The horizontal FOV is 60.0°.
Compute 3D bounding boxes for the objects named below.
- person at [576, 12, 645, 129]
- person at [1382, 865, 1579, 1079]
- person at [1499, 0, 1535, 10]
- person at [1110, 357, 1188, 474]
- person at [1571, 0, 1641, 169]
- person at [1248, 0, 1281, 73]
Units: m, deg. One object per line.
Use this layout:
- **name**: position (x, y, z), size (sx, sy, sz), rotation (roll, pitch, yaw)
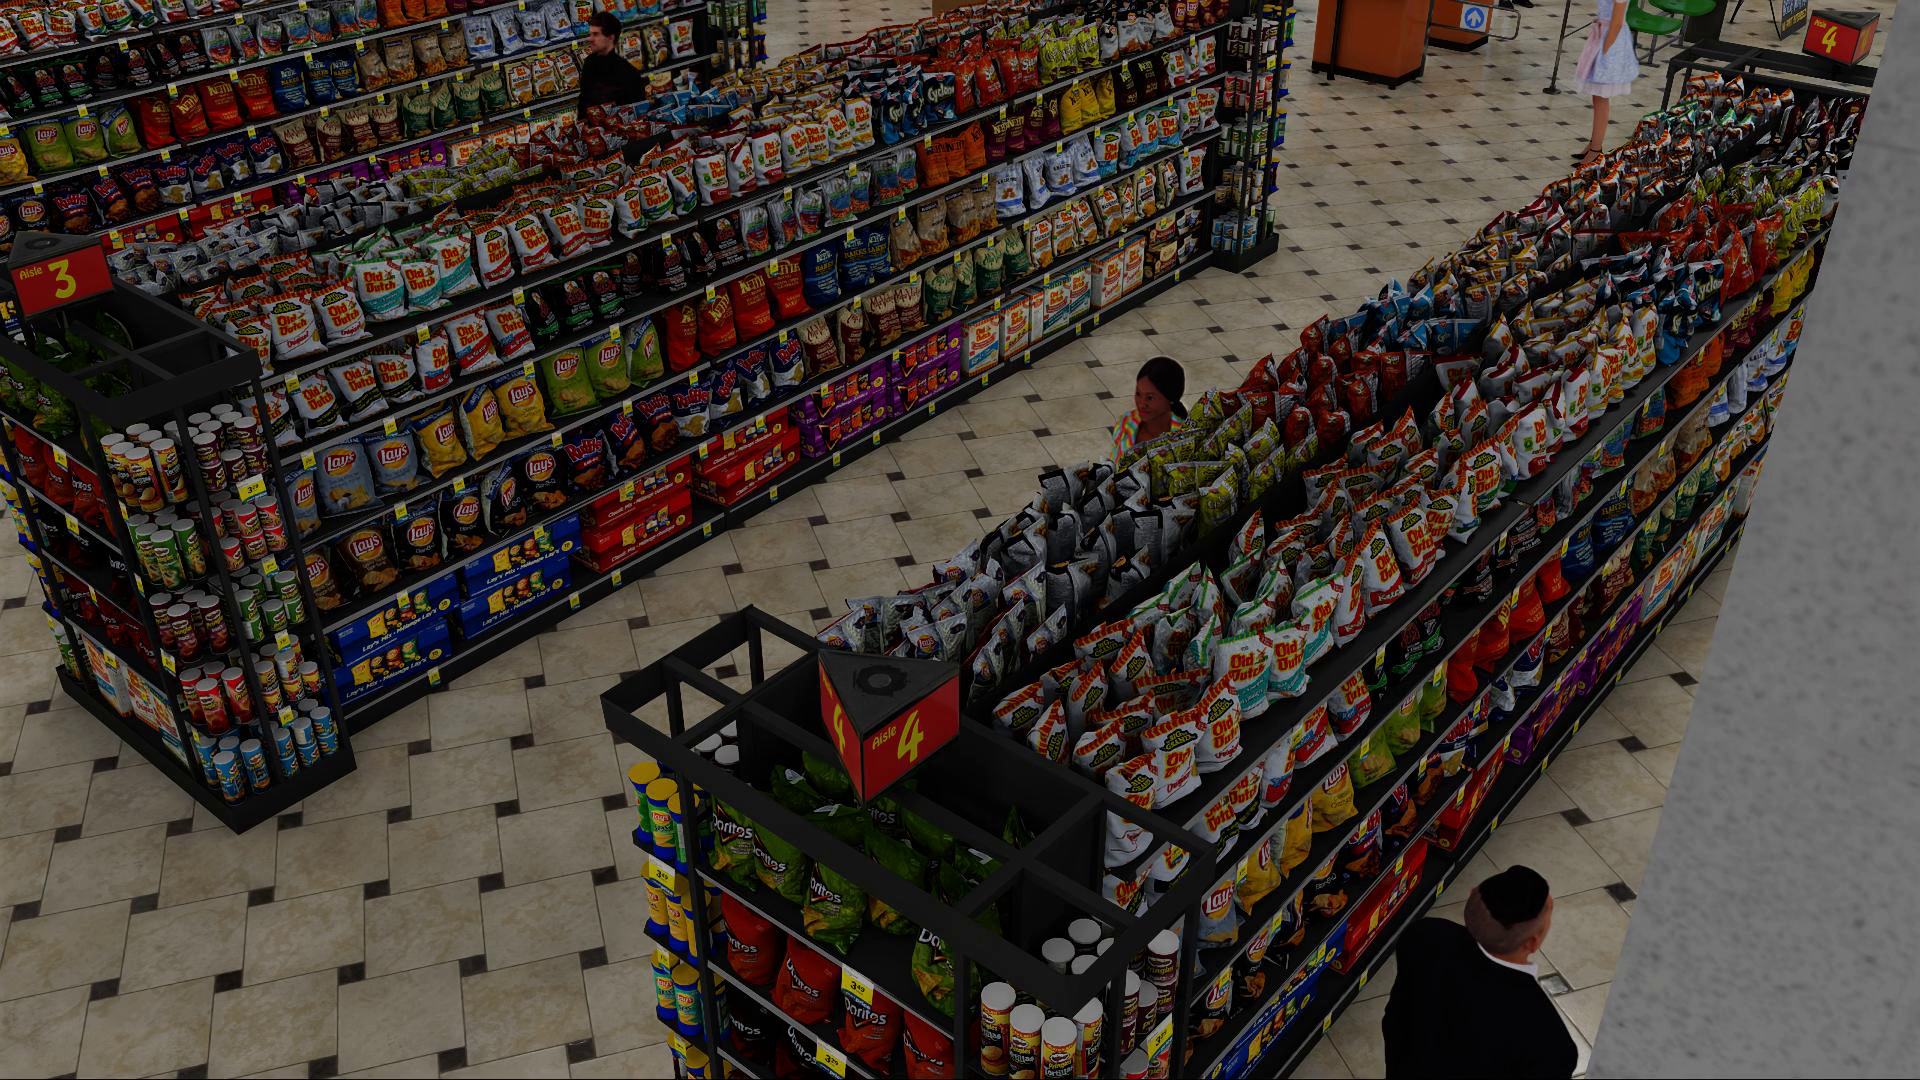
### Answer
- **person**: position (-2.258, -2.666, 11.331), size (1.225, 1.792, 0.870), rotation (-24, 39, -33)
- **person**: position (1.306, 1.559, 4.391), size (0.692, 1.950, 0.764), rotation (-20, 37, -29)
- **person**: position (6.027, -6.588, 17.608), size (0.687, 1.819, 0.811), rotation (-11, 33, -16)
- **person**: position (0.790, 0.052, 6.961), size (0.620, 1.793, 0.565), rotation (18, 36, 27)
- **person**: position (5.153, -3.871, 13.245), size (0.865, 1.816, 0.781), rotation (11, 33, 17)
- **person**: position (2.854, -5.136, 15.401), size (0.737, 1.686, 0.579), rotation (12, 34, 18)
